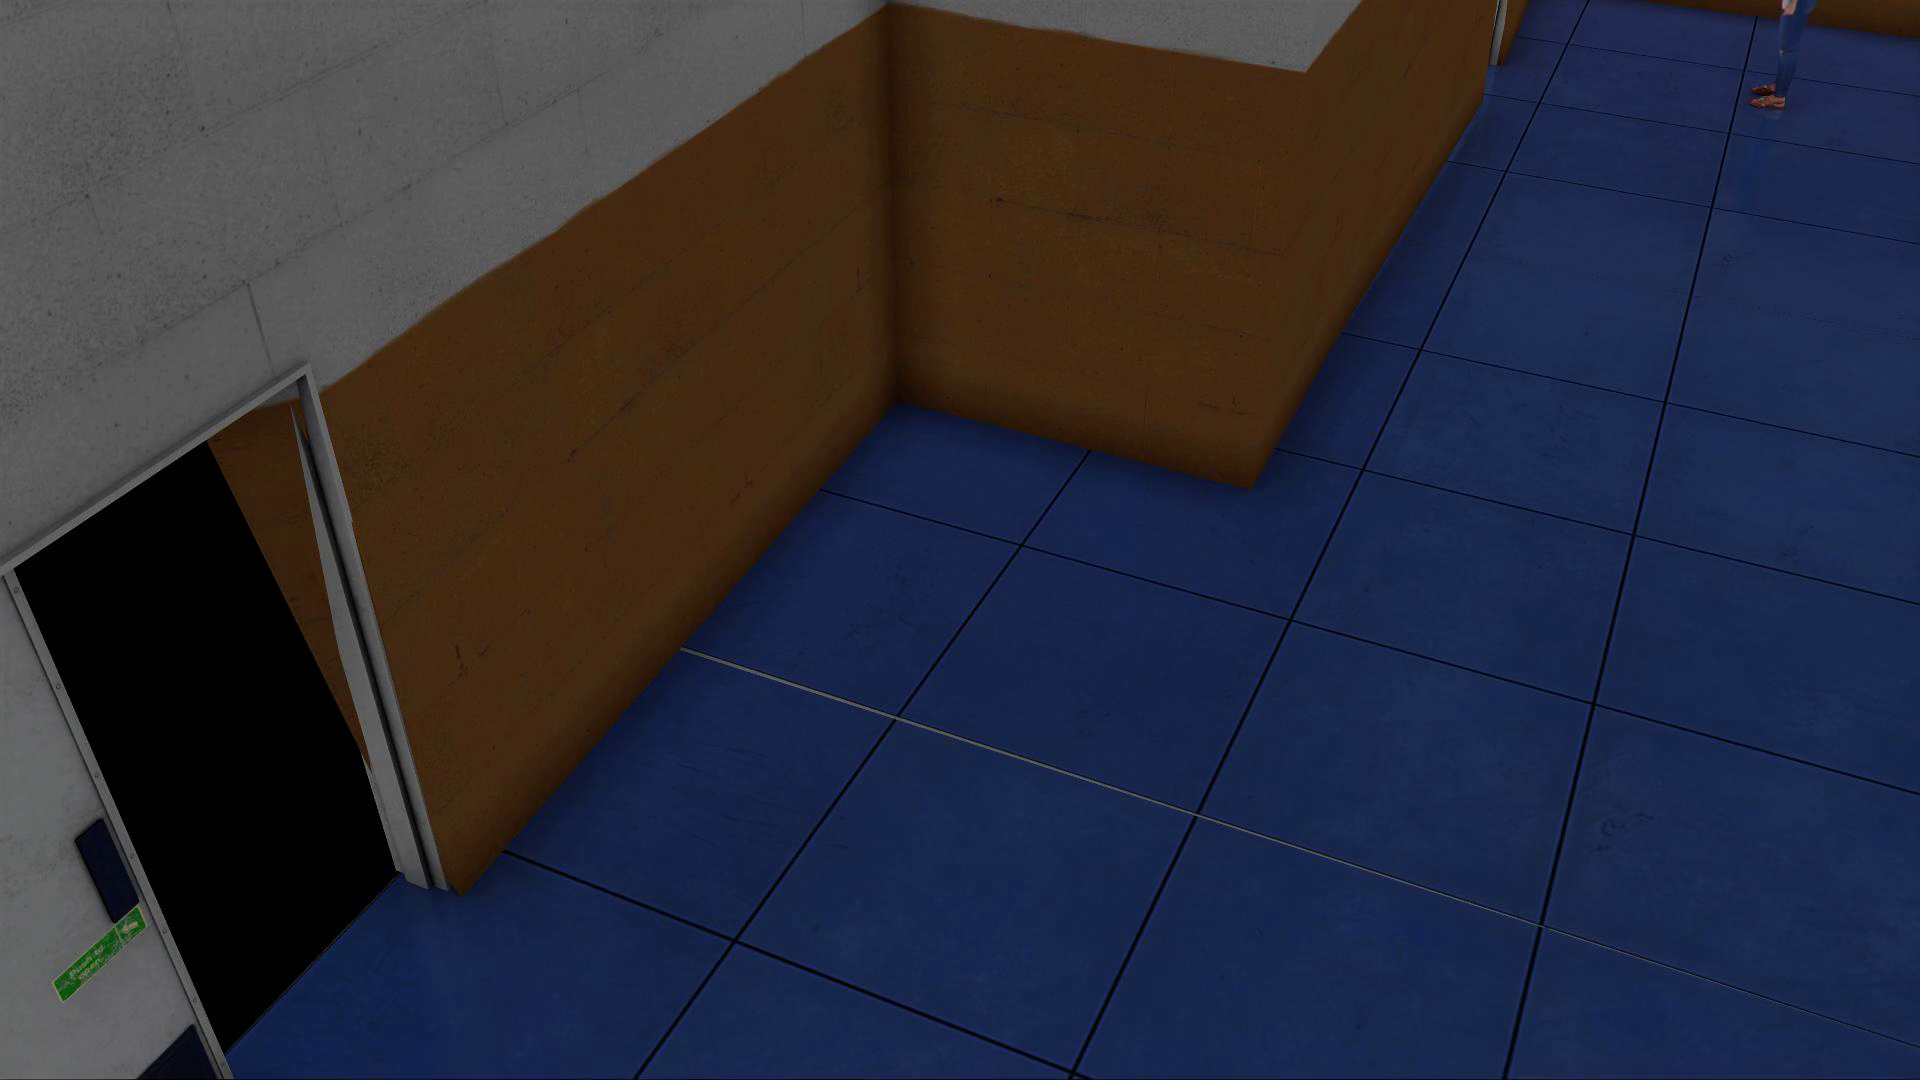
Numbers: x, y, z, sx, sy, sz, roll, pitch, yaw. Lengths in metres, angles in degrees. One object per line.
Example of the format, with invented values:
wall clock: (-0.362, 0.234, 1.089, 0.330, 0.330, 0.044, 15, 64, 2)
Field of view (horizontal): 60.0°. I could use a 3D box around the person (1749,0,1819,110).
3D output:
person: (6.041, -3.918, 11.935, 0.495, 1.612, 0.591, 15, 39, 19)
